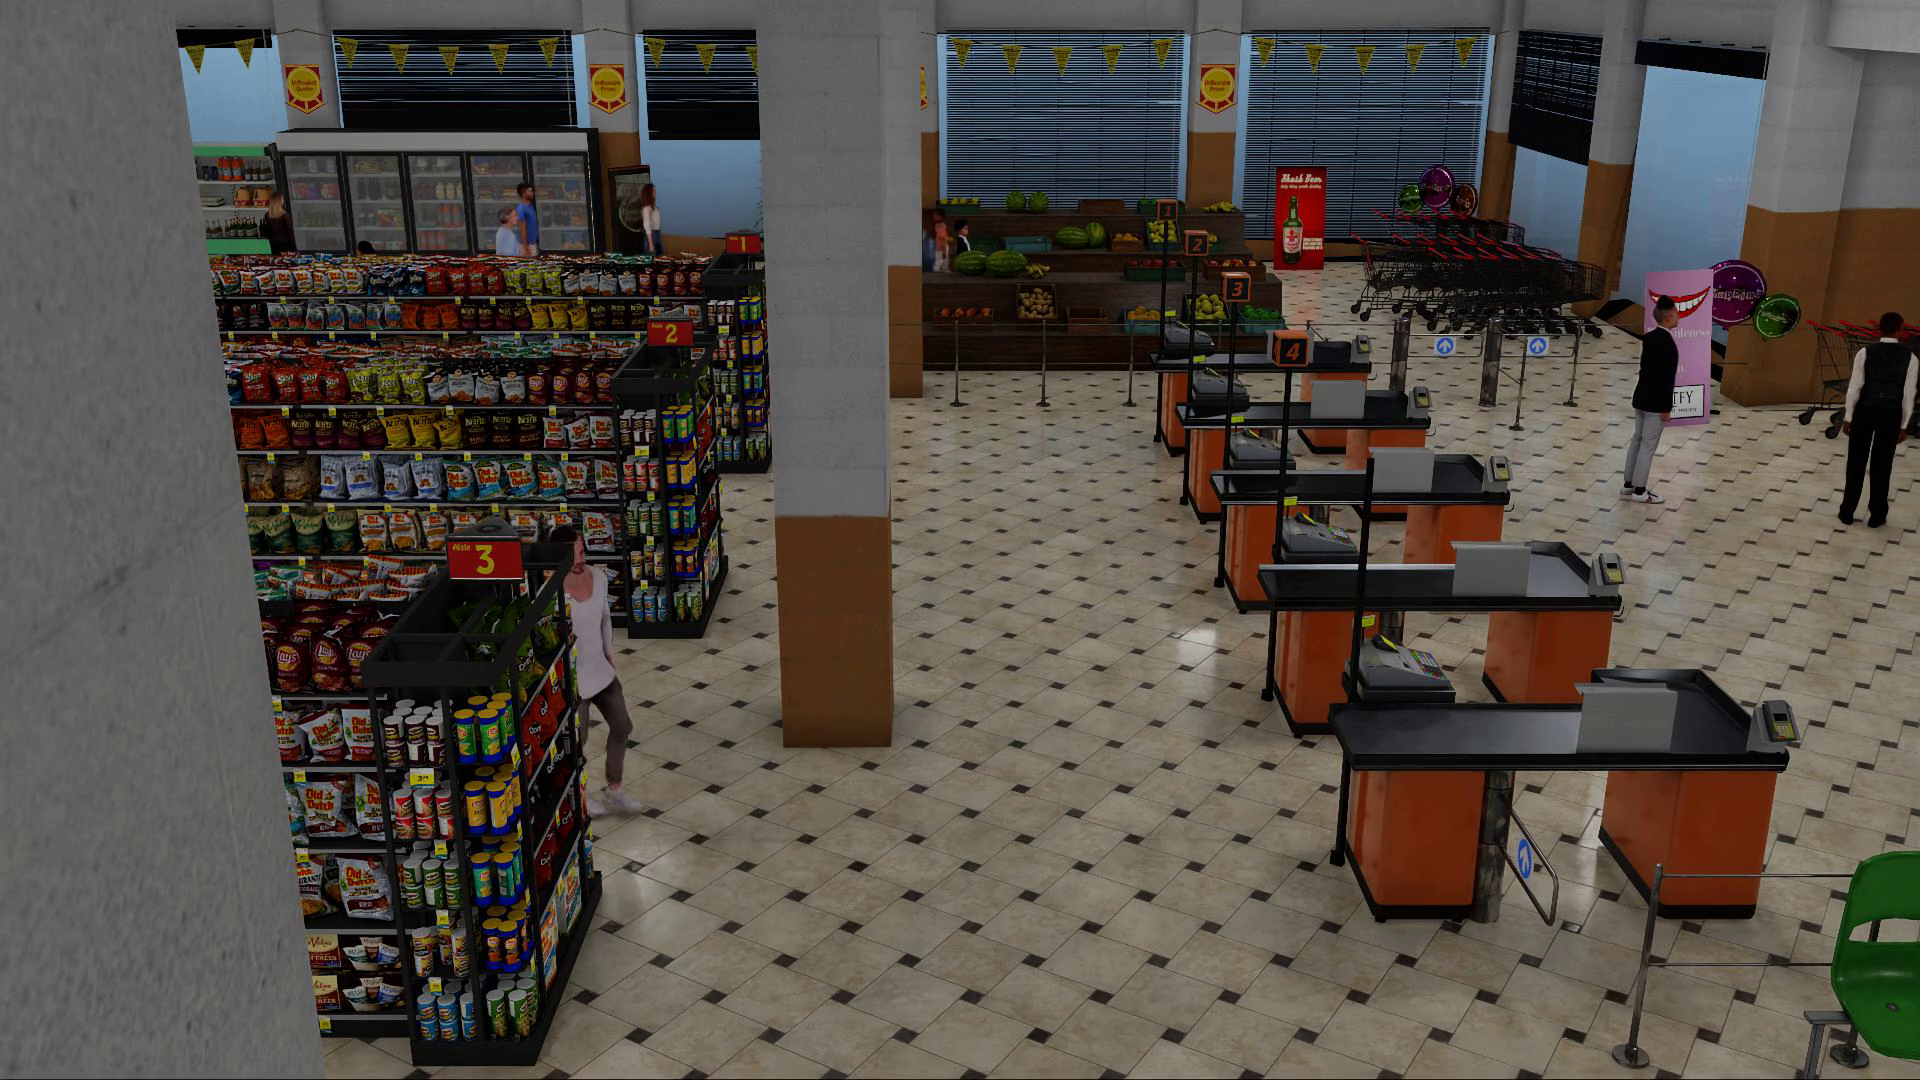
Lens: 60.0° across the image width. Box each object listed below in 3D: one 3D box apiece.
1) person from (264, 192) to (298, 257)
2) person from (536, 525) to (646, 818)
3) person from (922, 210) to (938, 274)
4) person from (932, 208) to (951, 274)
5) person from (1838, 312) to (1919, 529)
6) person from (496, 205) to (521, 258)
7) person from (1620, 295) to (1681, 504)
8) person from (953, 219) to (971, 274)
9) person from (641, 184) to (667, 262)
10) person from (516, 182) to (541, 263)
[{"bbox_3d":[-10.130,-4.342,24.855,0.557,1.705,0.723,6,20,18],"label":"person"},{"bbox_3d":[-2.236,0.749,9.576,0.880,1.820,0.839,12,22,32],"label":"person"},{"bbox_3d":[-0.406,-4.139,24.629,0.609,1.465,0.636,4,19,10],"label":"person"},{"bbox_3d":[-0.229,-4.567,26.160,0.704,1.296,0.576,-2,19,-7],"label":"person"},{"bbox_3d":[8.176,-1.076,14.837,0.712,1.917,0.839,10,21,28],"label":"person"},{"bbox_3d":[-6.035,-3.432,21.955,1.351,1.833,1.038,-8,20,-22],"label":"person"},{"bbox_3d":[6.474,-1.334,15.549,0.554,1.950,0.698,0,19,0],"label":"person"},{"bbox_3d":[0.035,-4.293,25.458,0.540,1.227,0.531,3,19,8],"label":"person"},{"bbox_3d":[-4.817,-4.593,25.602,1.126,1.703,0.744,4,19,12],"label":"person"},{"bbox_3d":[-6.482,-4.362,24.692,0.981,1.846,0.668,1,19,4],"label":"person"}]
